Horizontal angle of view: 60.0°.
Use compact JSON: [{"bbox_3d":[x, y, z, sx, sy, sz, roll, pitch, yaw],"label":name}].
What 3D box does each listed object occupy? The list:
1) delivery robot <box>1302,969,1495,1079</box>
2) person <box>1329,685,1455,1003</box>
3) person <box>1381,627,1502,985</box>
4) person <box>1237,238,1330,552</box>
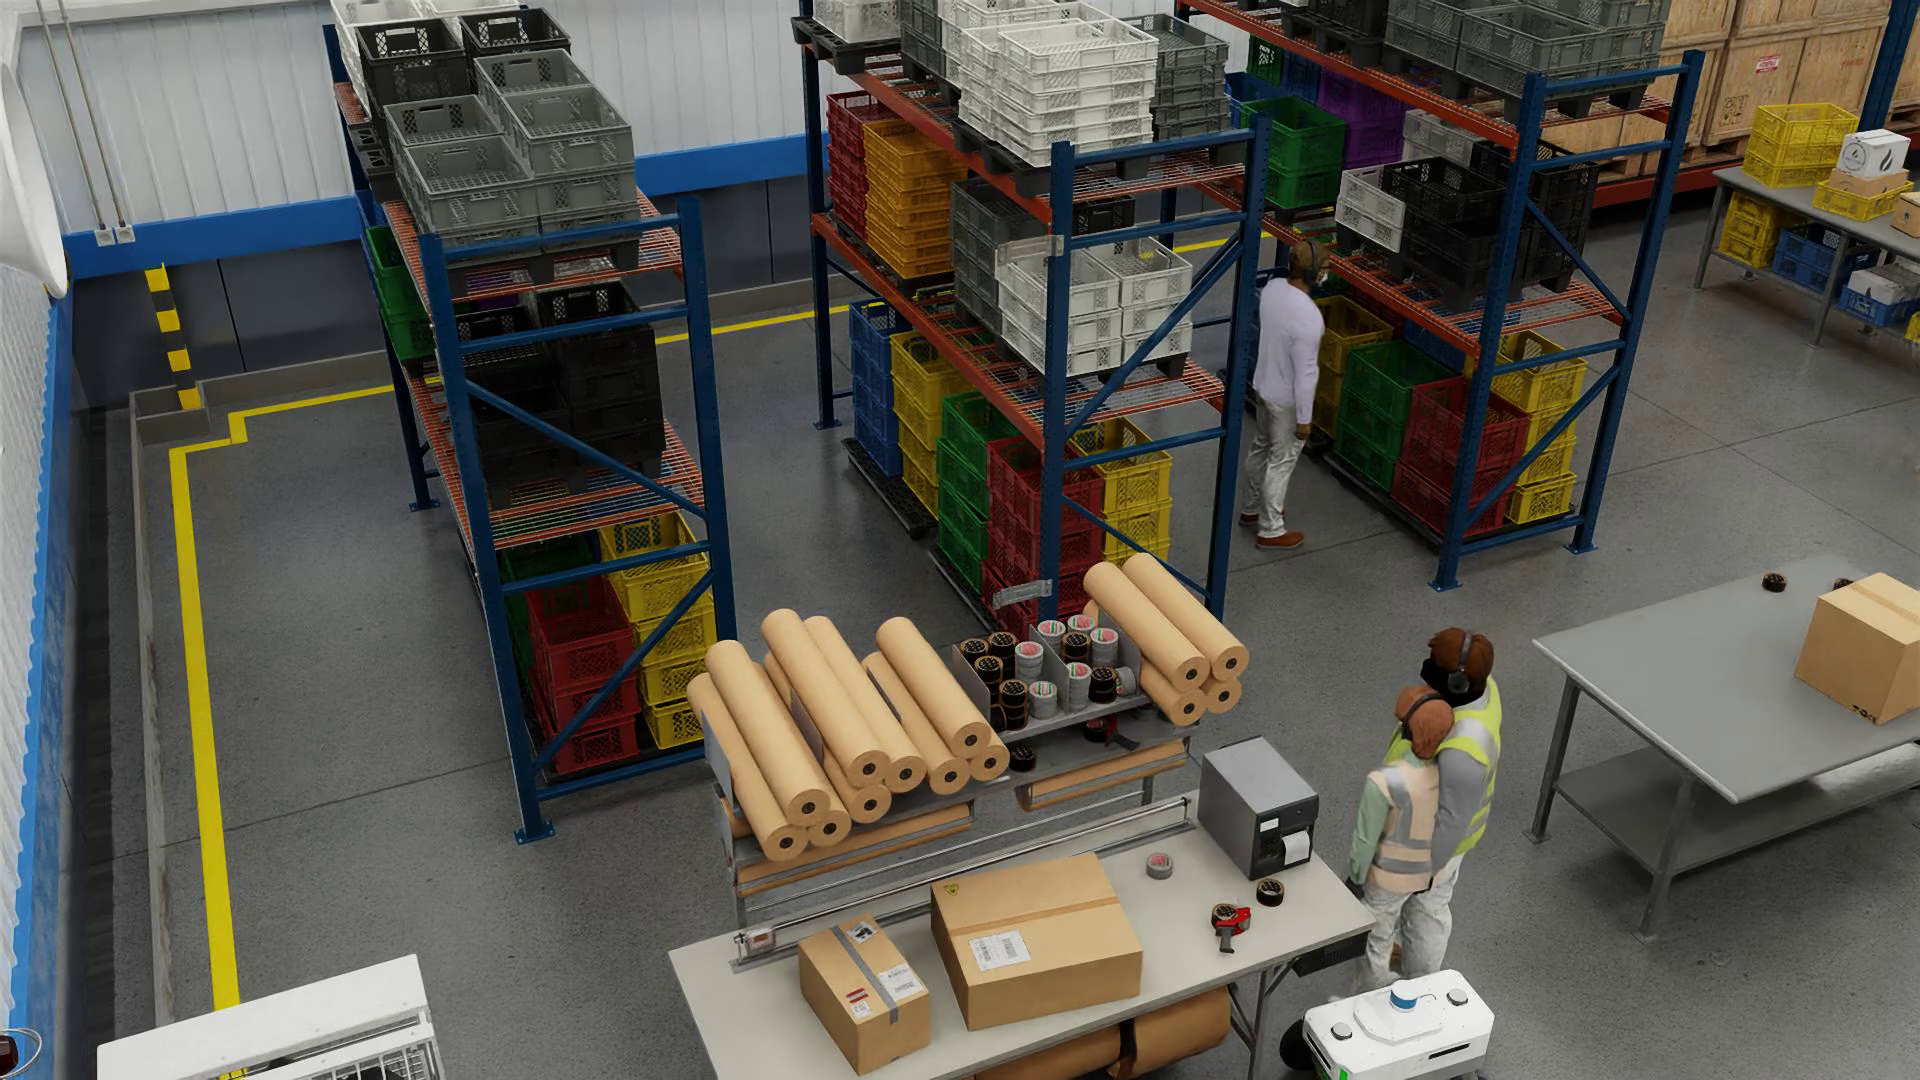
[{"bbox_3d":[1.701,1.919,6.472,0.707,0.478,0.477,-11,33,-17],"label":"delivery robot"},{"bbox_3d":[1.749,1.291,6.560,0.528,1.632,0.315,-14,34,-22],"label":"person"},{"bbox_3d":[1.868,1.125,6.629,0.429,1.845,0.621,8,33,13],"label":"person"},{"bbox_3d":[1.901,-0.846,9.747,0.368,1.931,0.632,-7,32,-11],"label":"person"}]
